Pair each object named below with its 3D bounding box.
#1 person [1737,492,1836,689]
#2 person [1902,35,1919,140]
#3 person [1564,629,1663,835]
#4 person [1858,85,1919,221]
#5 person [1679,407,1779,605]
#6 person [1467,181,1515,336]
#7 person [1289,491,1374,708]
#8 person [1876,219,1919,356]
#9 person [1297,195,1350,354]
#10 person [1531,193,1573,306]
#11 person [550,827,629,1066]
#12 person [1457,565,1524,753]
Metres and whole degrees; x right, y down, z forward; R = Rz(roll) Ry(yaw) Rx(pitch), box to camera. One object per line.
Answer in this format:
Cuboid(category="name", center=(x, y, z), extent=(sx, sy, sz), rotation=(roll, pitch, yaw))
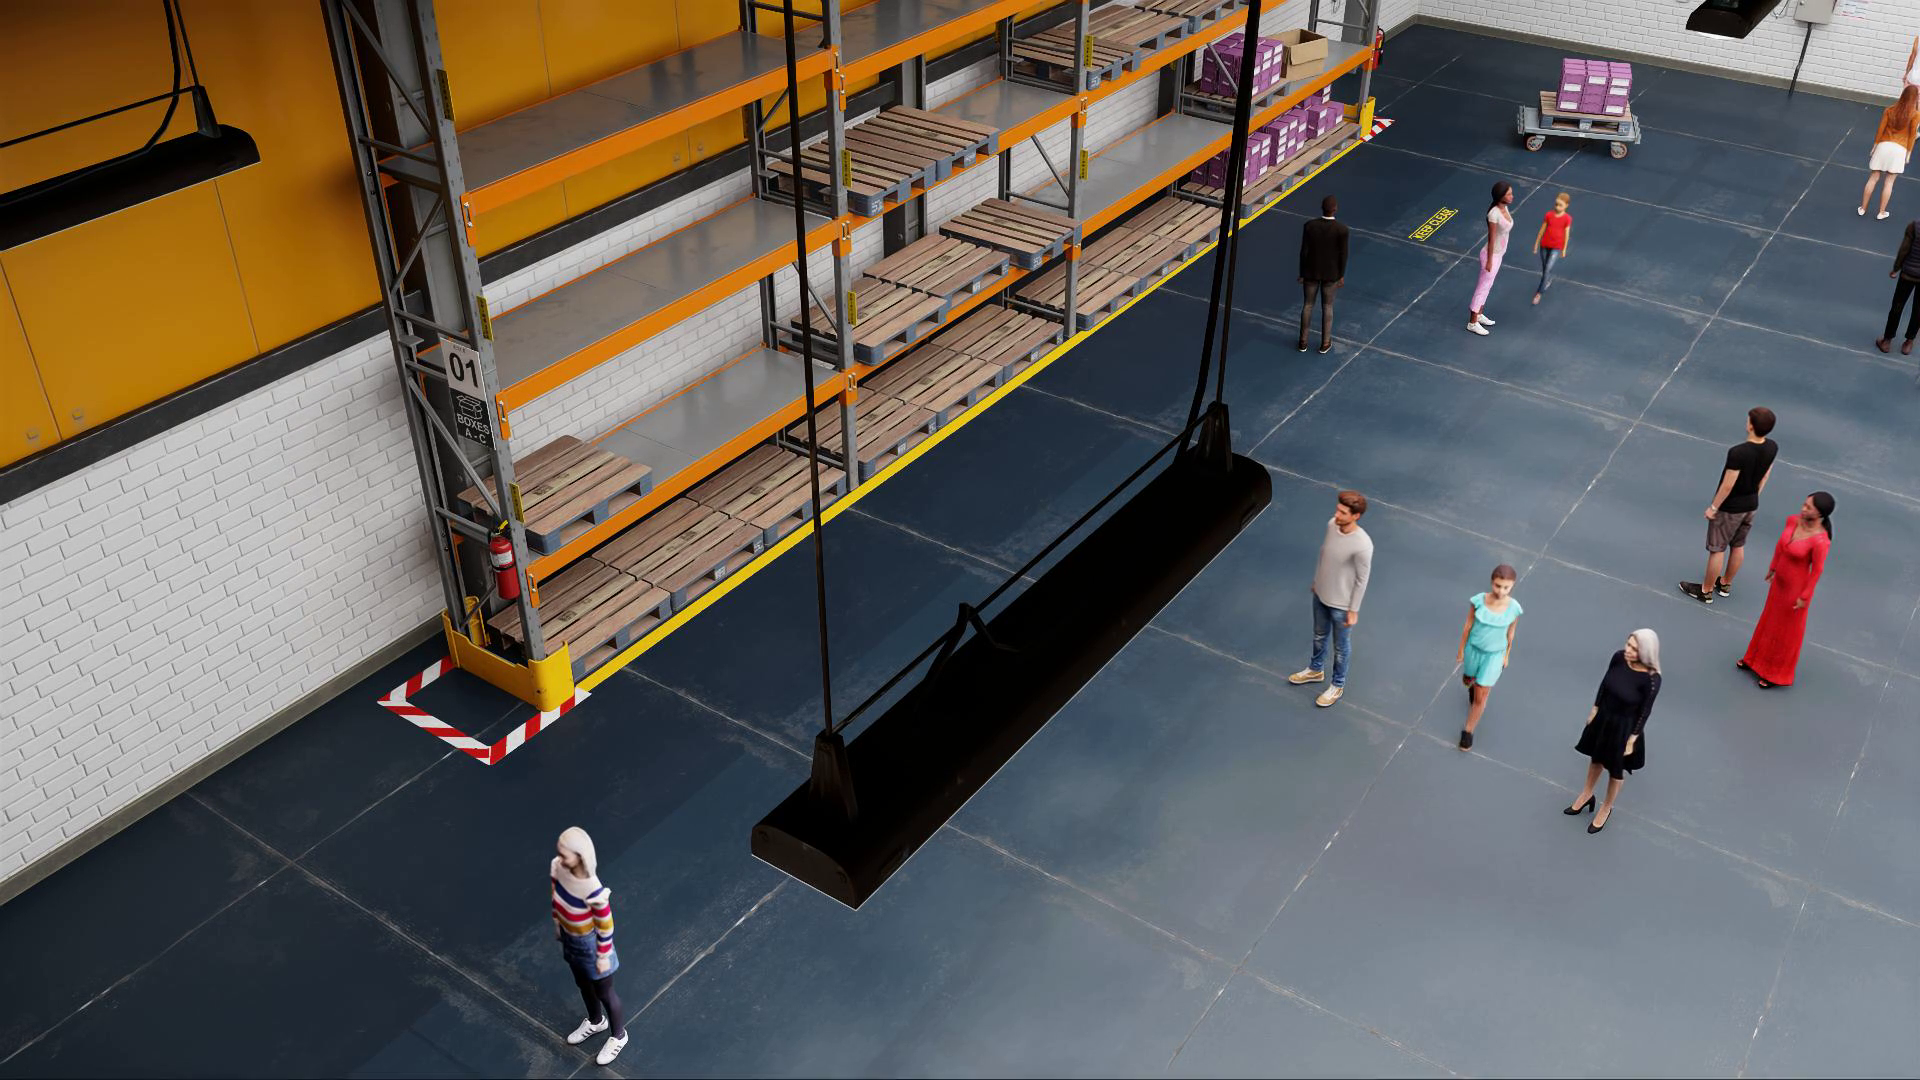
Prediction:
Cuboid(category="person", center=(6.592, 0.387, 13.171), extent=(0.800, 1.783, 0.746), rotation=(-8, 34, -11))
Cuboid(category="person", center=(13.686, -6.599, 23.678), extent=(0.651, 1.786, 0.559), rotation=(19, 38, 26))
Cuboid(category="person", center=(4.643, 1.337, 11.774), extent=(0.714, 1.747, 0.692), rotation=(-15, 36, -21))
Cuboid(category="person", center=(11.917, -4.969, 21.284), extent=(0.626, 1.722, 0.567), rotation=(24, 40, 31))
Cuboid(category="person", center=(6.600, -0.301, 14.135), extent=(0.722, 1.862, 0.835), rotation=(-13, 36, -19))
Cuboid(category="person", center=(5.928, -3.165, 18.553), extent=(0.649, 1.742, 0.471), rotation=(18, 37, 24))
Cuboid(category="person", center=(2.955, 0.428, 12.999), extent=(0.754, 1.905, 0.755), rotation=(-16, 37, -22))
Cuboid(category="person", center=(10.417, -2.898, 18.066), extent=(0.756, 1.835, 0.678), rotation=(11, 35, 16))
Cuboid(category="person", center=(3.933, -2.892, 18.089), extent=(0.723, 1.799, 0.673), rotation=(10, 35, 15))
Cuboid(category="person", center=(6.914, -3.437, 19.374), extent=(0.514, 1.285, 0.903), rotation=(23, 40, 30))
Cuboid(category="person", center=(-2.254, 2.430, 10.073), extent=(0.662, 1.809, 0.530), rotation=(24, 40, 31))
Cuboid(category="person", center=(4.023, 0.821, 12.740), extent=(0.656, 1.536, 1.050), rotation=(15, 36, 21))
